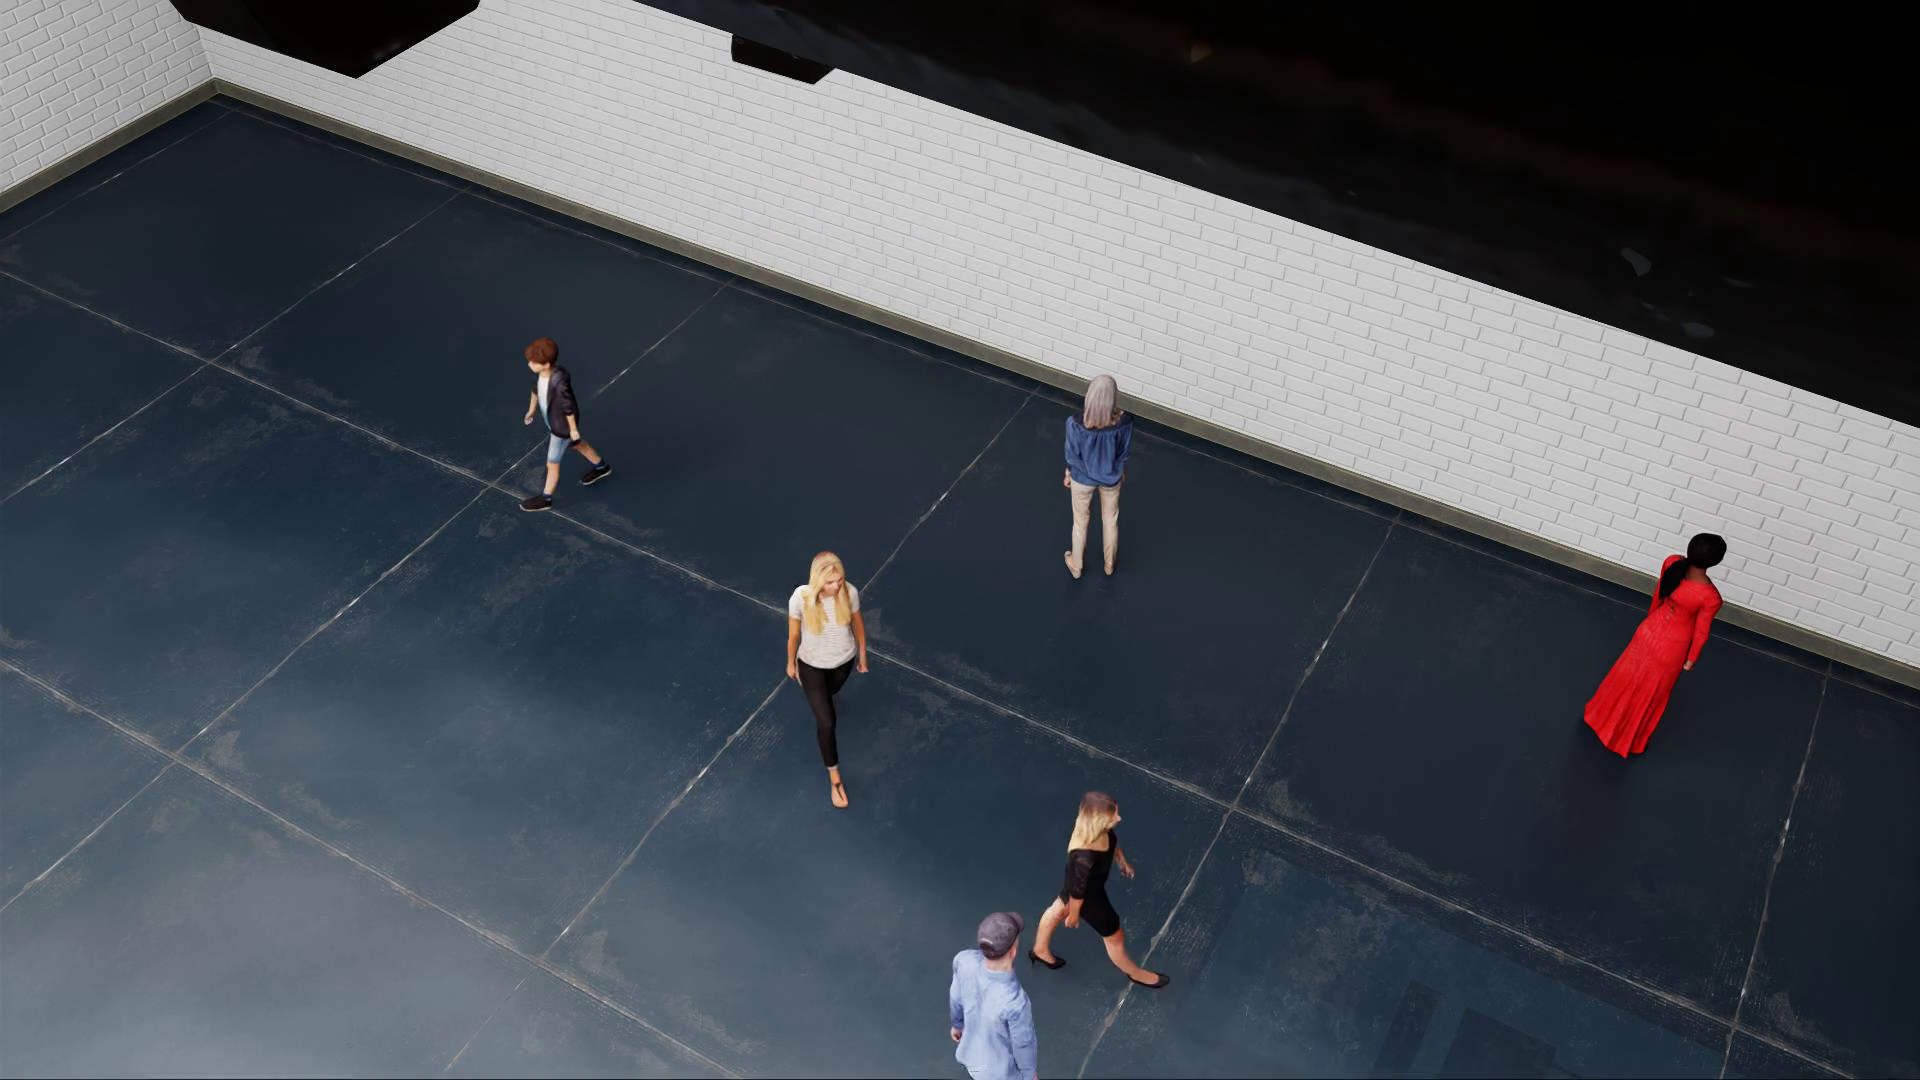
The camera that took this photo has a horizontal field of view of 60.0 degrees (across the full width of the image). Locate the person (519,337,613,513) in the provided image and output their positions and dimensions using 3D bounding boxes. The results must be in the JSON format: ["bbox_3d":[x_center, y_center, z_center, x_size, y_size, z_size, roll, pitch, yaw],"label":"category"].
[{"bbox_3d":[-2.812,-0.874,11.917,1.051,1.411,0.833,-24,49,-23],"label":"person"}]

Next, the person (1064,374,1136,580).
[{"bbox_3d":[0.923,-0.423,11.243,0.712,1.697,0.750,-6,44,-6],"label":"person"}]

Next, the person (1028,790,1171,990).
[{"bbox_3d":[0.582,1.863,8.880,0.898,1.637,1.040,4,44,5],"label":"person"}]

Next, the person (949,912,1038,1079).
[{"bbox_3d":[0.109,2.536,8.022,1.199,1.845,0.975,-22,48,-21],"label":"person"}]

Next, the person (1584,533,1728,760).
[{"bbox_3d":[4.250,0.626,10.081,0.839,1.781,0.795,-16,46,-16],"label":"person"}]

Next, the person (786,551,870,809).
[{"bbox_3d":[-0.830,0.668,10.032,1.187,1.777,1.162,-16,46,-16],"label":"person"}]
